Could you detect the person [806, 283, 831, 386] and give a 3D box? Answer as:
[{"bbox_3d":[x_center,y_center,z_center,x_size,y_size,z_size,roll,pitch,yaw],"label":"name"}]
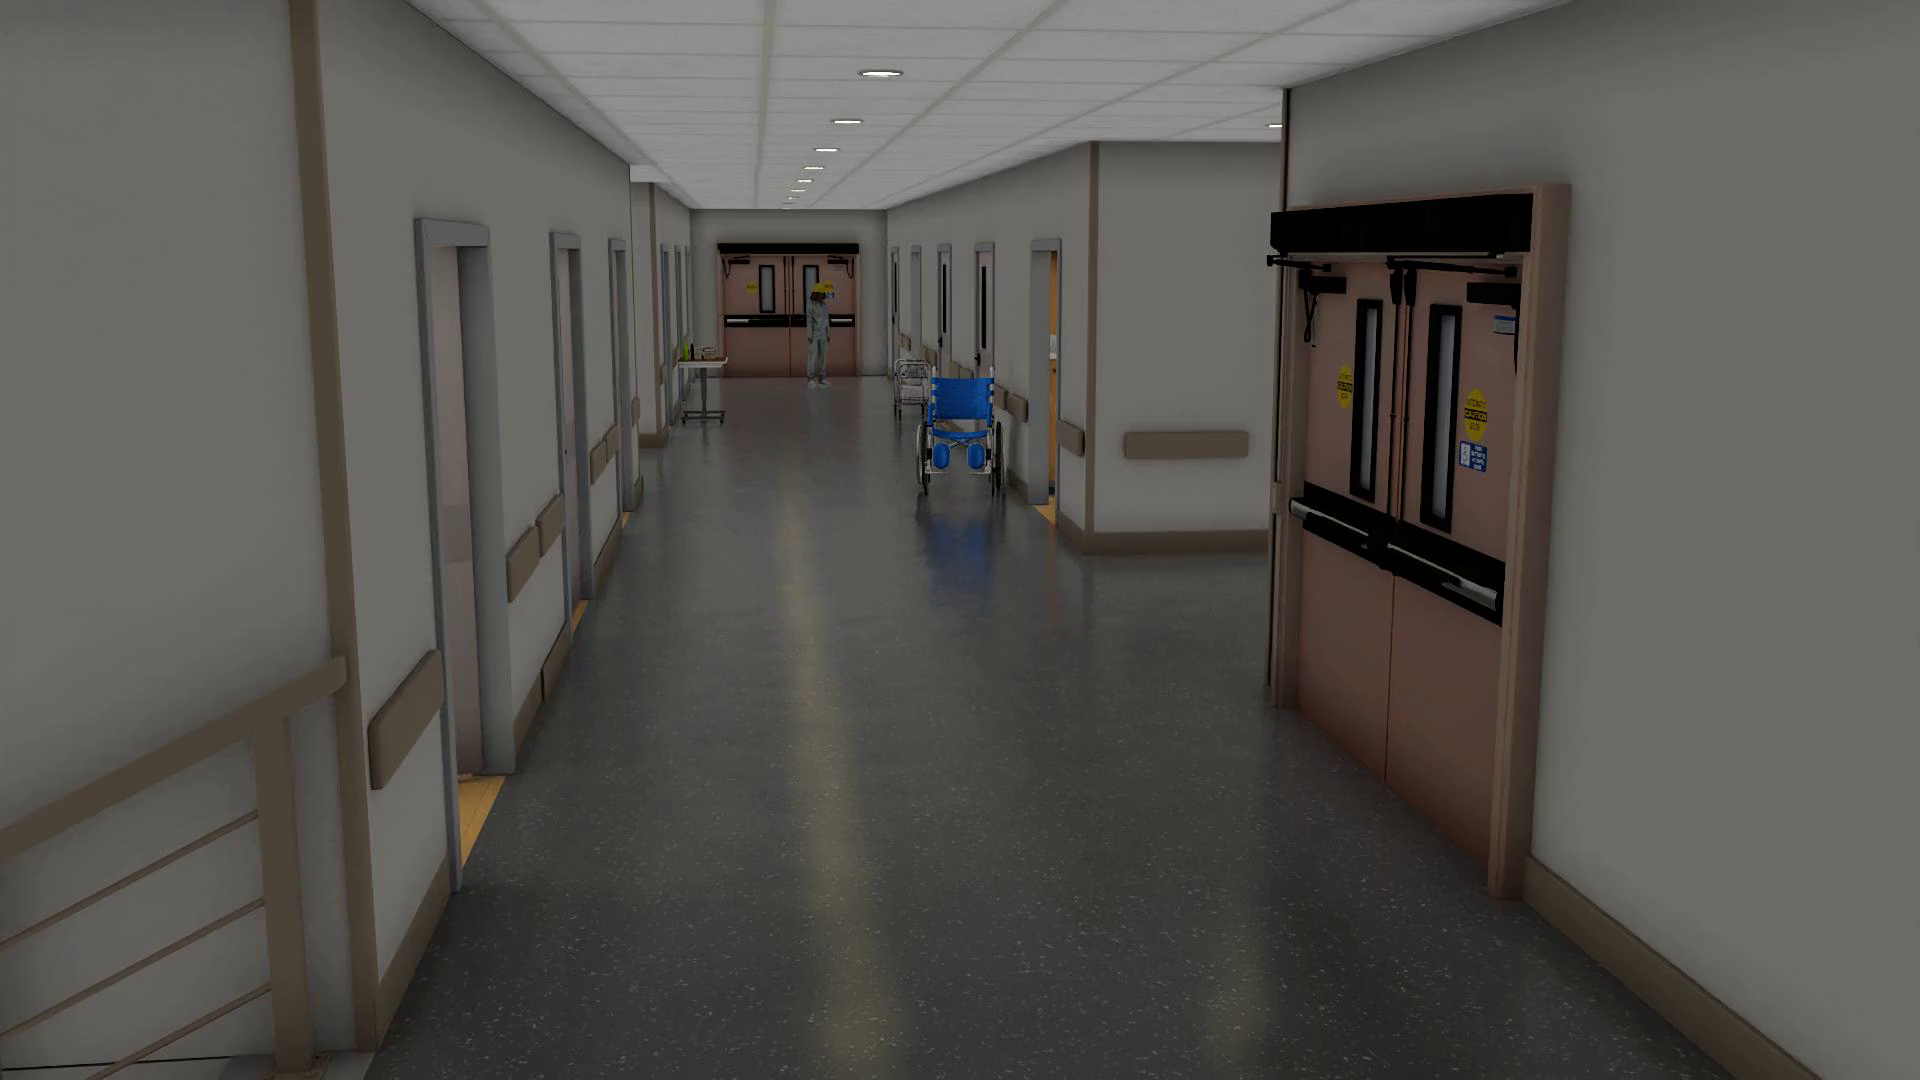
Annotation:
[{"bbox_3d":[-2.393,-3.477,28.176,0.332,1.734,0.480,8,13,39],"label":"person"}]
